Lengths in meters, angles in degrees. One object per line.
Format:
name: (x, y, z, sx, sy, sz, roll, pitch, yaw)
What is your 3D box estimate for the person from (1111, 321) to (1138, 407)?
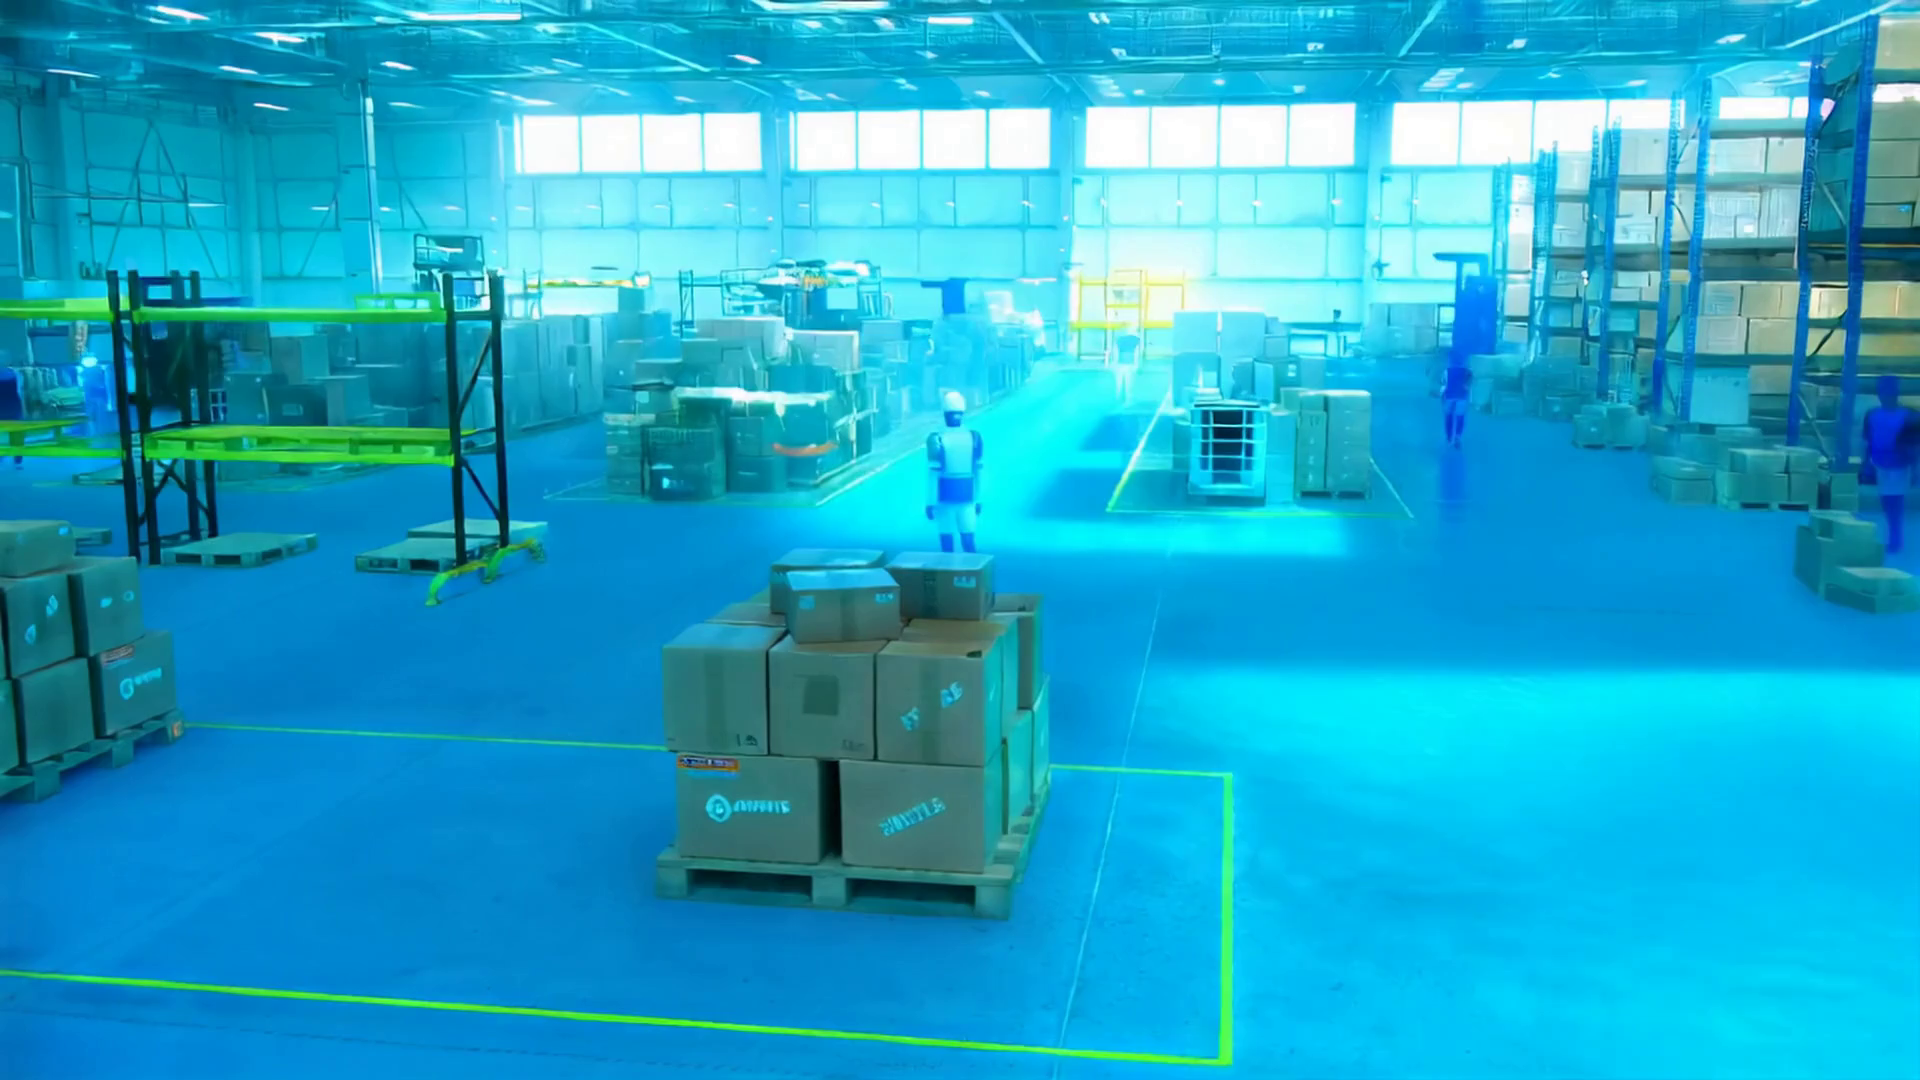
person: (3.657, -3.938, 37.229, 0.633, 1.886, 0.840, -2, 10, -15)

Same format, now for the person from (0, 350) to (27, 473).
person: (-14.328, -1.929, 24.998, 0.516, 1.843, 0.327, -8, 12, -40)

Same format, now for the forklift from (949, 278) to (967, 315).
forklift: (-0.074, -5.960, 46.672, 1.873, 2.768, 1.129, -1, 9, -7)

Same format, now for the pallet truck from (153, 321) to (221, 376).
pallet truck: (-21.869, -5.598, 47.154, 0.823, 1.965, 1.885, 4, 10, 26)

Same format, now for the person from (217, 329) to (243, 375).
person: (-17.519, -4.253, 40.028, 0.550, 1.604, 0.771, 2, 9, 12)

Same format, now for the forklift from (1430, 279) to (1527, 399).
forklift: (12.076, -4.639, 38.526, 1.129, 2.768, 1.873, -8, 12, -39)

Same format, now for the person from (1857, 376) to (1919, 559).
person: (9.825, -0.769, 17.624, 0.784, 1.924, 0.643, -5, 10, -28)

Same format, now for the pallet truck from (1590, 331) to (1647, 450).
pallet truck: (11.253, -2.573, 28.499, 0.823, 1.965, 1.885, 5, 10, 27)

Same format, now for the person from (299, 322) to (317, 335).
person: (-15.178, -4.227, 39.061, 0.654, 1.882, 1.038, -2, 9, -11)

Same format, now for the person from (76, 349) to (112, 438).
person: (-14.694, -2.374, 28.186, 0.503, 1.695, 0.884, -2, 9, -10)

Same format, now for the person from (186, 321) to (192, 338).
person: (-22.435, -5.747, 48.368, 0.824, 1.905, 0.561, -8, 12, -40)

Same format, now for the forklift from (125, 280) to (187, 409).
forklift: (-17.528, -4.337, 36.665, 1.873, 2.768, 1.129, 6, 11, 33)

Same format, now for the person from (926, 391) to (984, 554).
person: (-0.060, -0.384, 15.181, 0.547, 1.938, 0.378, -3, 10, -20)

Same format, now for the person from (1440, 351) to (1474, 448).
person: (8.547, -2.424, 28.622, 0.539, 1.662, 0.852, 3, 10, 17)

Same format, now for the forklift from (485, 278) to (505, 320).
forklift: (-12.445, -5.648, 44.746, 1.873, 2.768, 1.129, -3, 10, -19)
